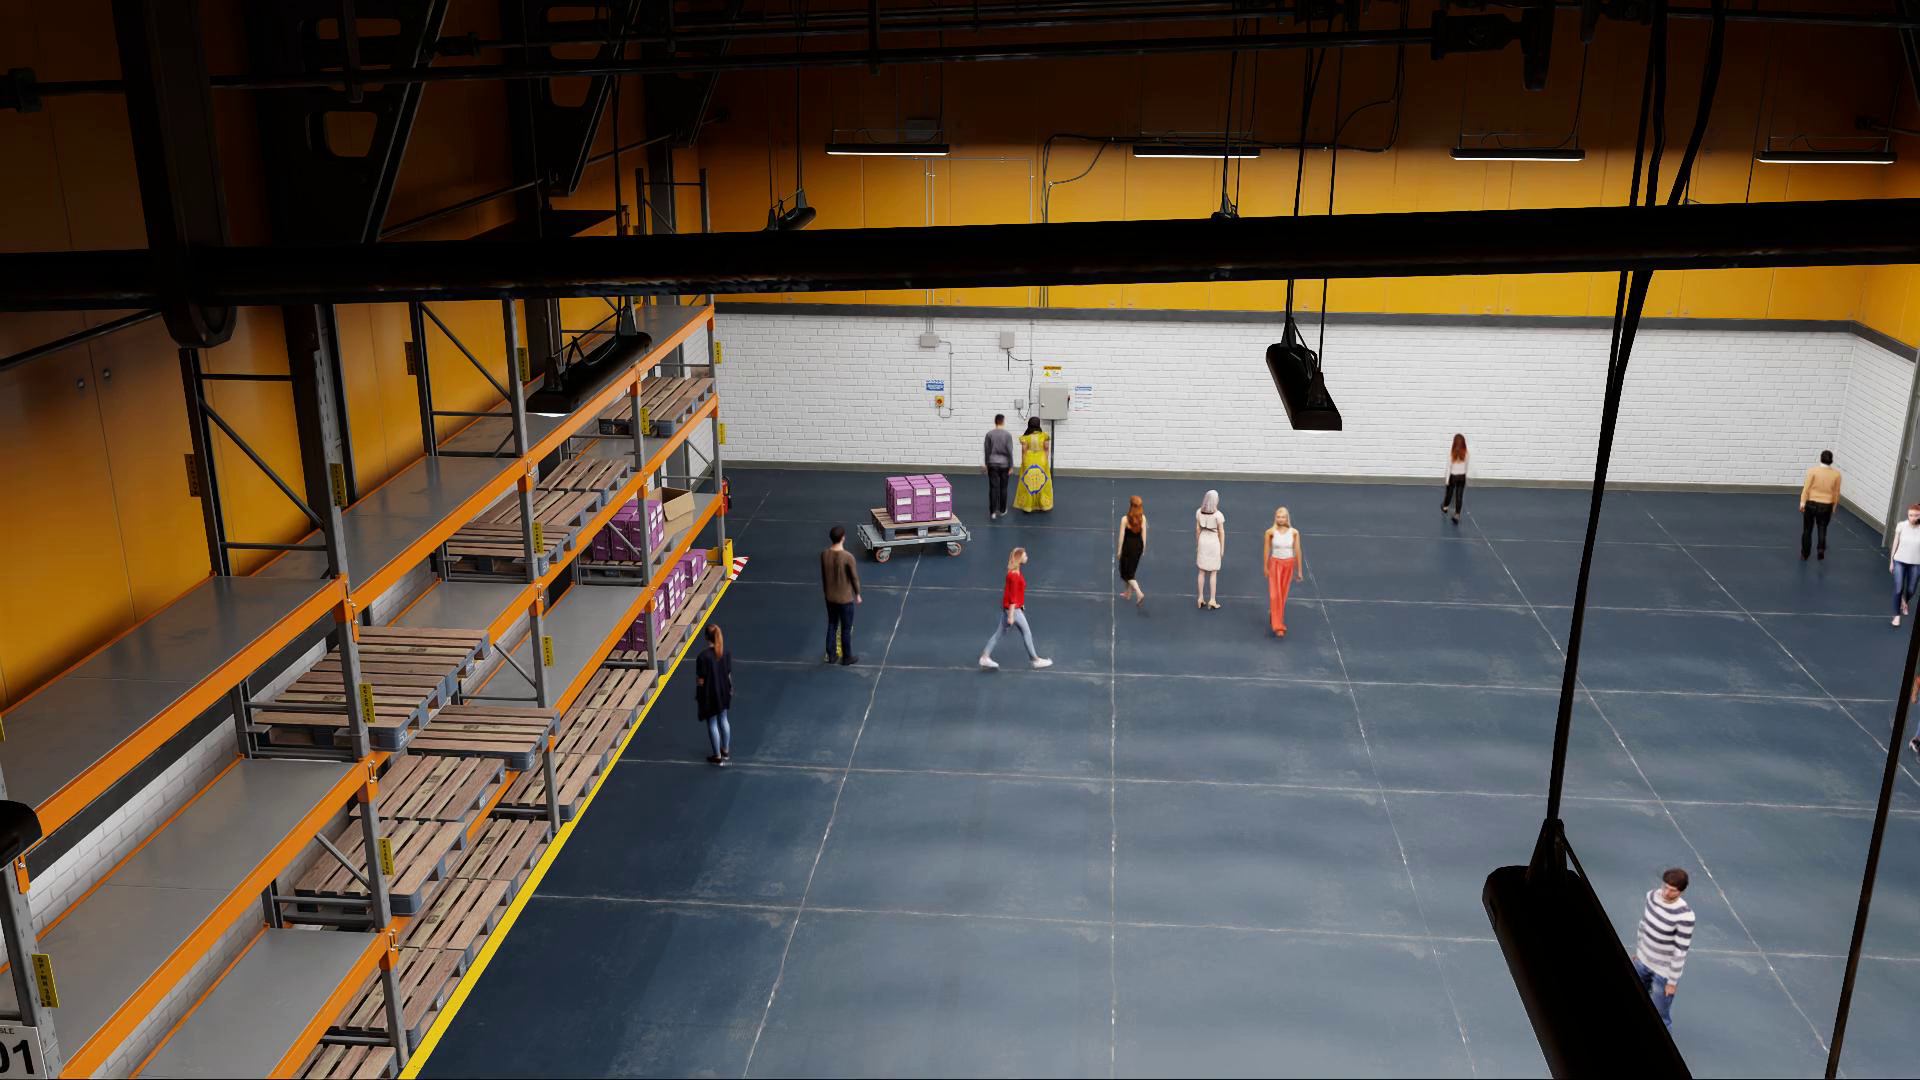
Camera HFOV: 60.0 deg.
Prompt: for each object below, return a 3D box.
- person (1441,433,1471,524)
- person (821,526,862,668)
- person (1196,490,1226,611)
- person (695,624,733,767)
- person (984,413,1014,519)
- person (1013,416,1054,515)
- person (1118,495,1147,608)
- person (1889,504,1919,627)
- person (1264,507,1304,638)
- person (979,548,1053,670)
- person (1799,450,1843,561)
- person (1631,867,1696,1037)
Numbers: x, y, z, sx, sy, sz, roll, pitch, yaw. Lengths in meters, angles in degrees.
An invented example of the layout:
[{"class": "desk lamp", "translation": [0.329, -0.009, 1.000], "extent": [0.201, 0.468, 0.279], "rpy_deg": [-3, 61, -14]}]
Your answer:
[{"class": "person", "translation": [8.165, -0.982, 27.251], "extent": [0.551, 1.446, 0.930], "rpy_deg": [1, 19, 3]}, {"class": "person", "translation": [-1.568, 0.734, 21.466], "extent": [0.746, 1.887, 0.739], "rpy_deg": [9, 21, 26]}, {"class": "person", "translation": [3.522, 0.135, 23.481], "extent": [0.692, 1.735, 0.716], "rpy_deg": [14, 23, 35]}, {"class": "person", "translation": [-2.759, 1.739, 18.798], "extent": [0.719, 1.685, 0.789], "rpy_deg": [-16, 25, -40]}, {"class": "person", "translation": [0.634, -1.228, 27.485], "extent": [0.622, 1.764, 0.661], "rpy_deg": [2, 19, 6]}, {"class": "person", "translation": [1.244, -1.264, 27.752], "extent": [0.928, 1.660, 0.873], "rpy_deg": [-3, 19, -8]}, {"class": "person", "translation": [2.465, 0.180, 23.558], "extent": [0.865, 1.601, 1.024], "rpy_deg": [-9, 20, -24]}, {"class": "person", "translation": [13.058, 0.318, 22.956], "extent": [0.720, 1.724, 0.834], "rpy_deg": [8, 20, 23]}, {"class": "person", "translation": [4.360, 0.390, 22.691], "extent": [0.749, 1.757, 1.222], "rpy_deg": [-1, 19, -3]}, {"class": "person", "translation": [0.590, 0.922, 21.279], "extent": [0.816, 1.649, 1.147], "rpy_deg": [-1, 19, -4]}, {"class": "person", "translation": [13.089, -0.488, 25.328], "extent": [0.726, 1.739, 0.821], "rpy_deg": [5, 19, 13]}, {"class": "person", "translation": [5.683, 3.450, 13.478], "extent": [0.810, 1.837, 0.671], "rpy_deg": [-4, 19, -12]}]
